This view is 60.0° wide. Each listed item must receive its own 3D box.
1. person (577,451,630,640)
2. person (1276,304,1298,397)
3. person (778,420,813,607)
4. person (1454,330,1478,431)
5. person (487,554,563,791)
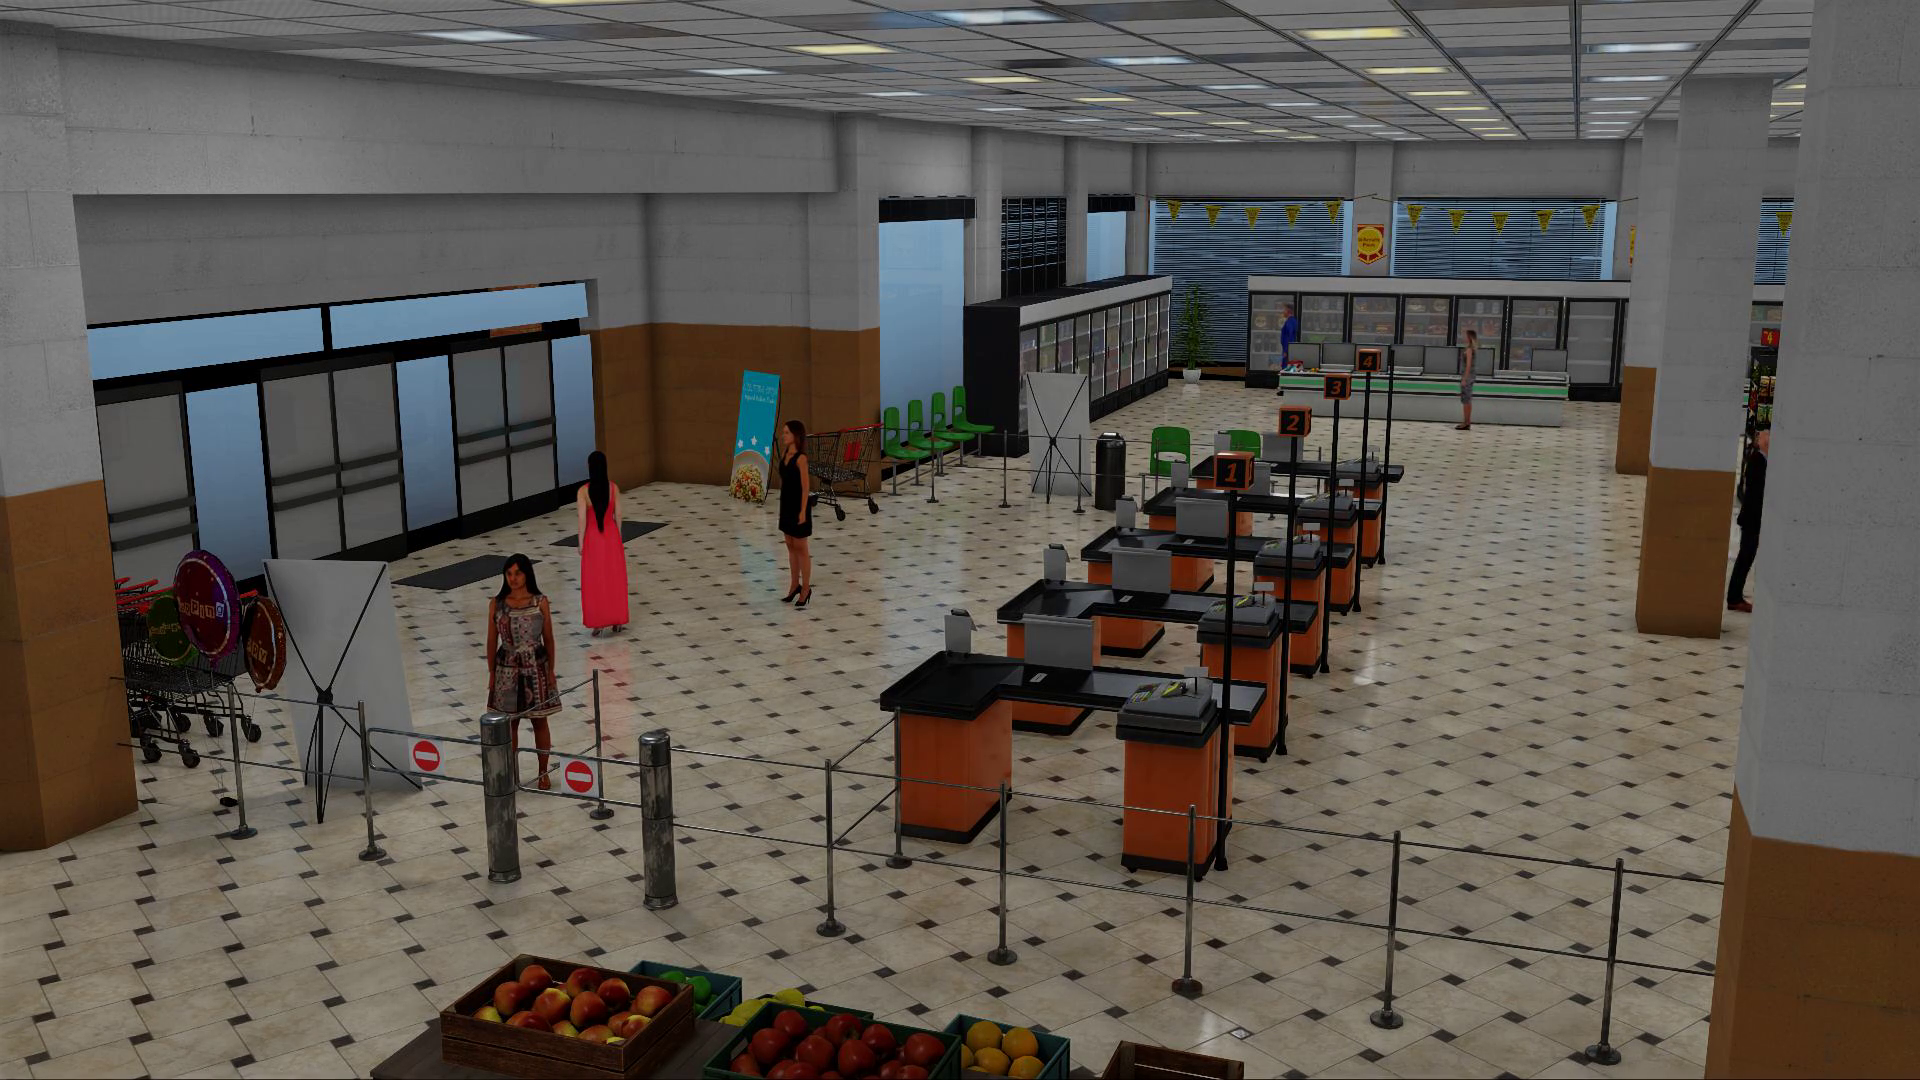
[{"bbox_3d":[-3.270,0.037,15.179,0.717,1.727,0.757,-7,14,-31],"label":"person"},{"bbox_3d":[6.555,-3.807,33.158,0.659,1.841,0.740,5,13,22],"label":"person"},{"bbox_3d":[-1.611,-0.263,16.343,0.732,1.834,0.642,-8,14,-34],"label":"person"},{"bbox_3d":[8.703,-2.743,28.439,0.515,1.703,0.595,6,13,26],"label":"person"},{"bbox_3d":[-2.967,0.894,11.312,0.641,1.644,0.784,-2,12,-7],"label":"person"}]
